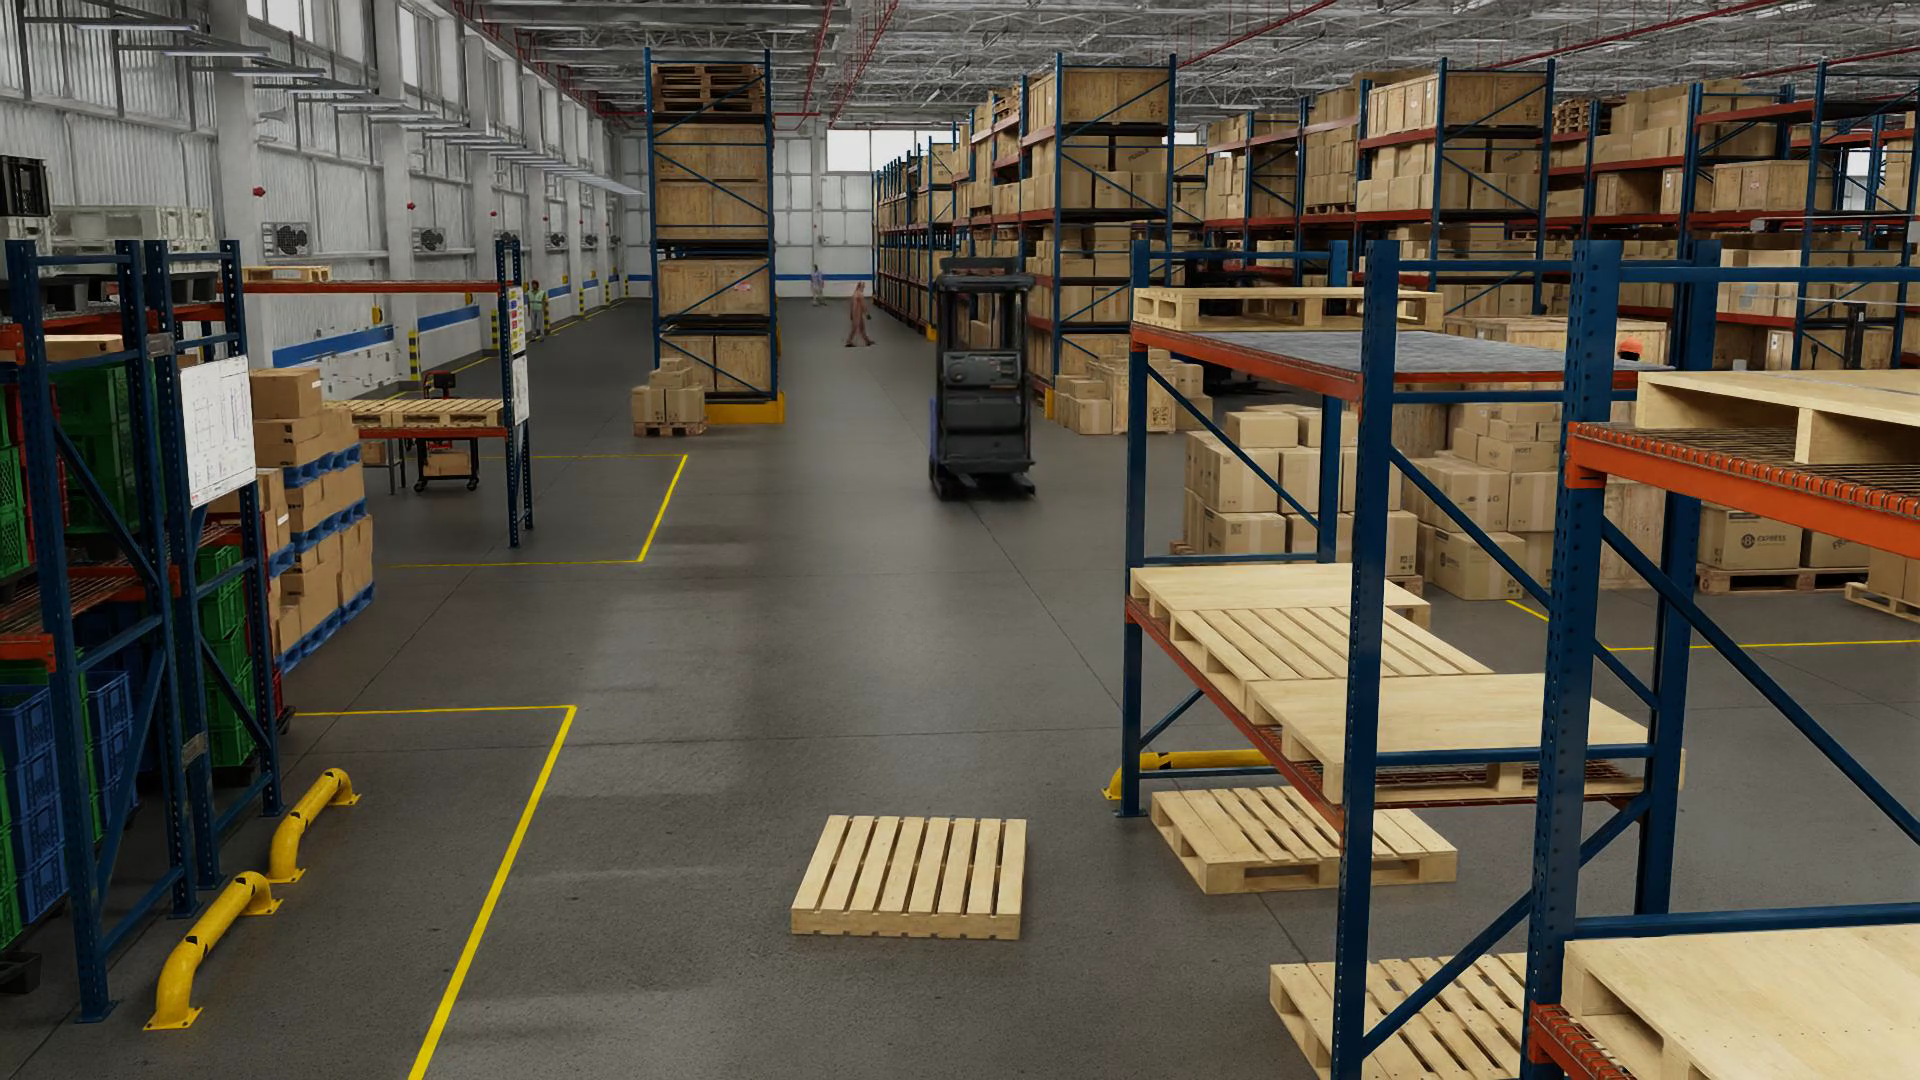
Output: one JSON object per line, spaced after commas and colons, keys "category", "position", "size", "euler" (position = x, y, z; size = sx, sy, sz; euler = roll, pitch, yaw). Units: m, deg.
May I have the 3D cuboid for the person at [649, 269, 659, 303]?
{"category": "person", "position": [-12.229, -9.995, 67.179], "size": [0.643, 1.859, 1.009], "euler": [0, 10, 0]}

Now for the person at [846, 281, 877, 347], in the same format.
{"category": "person", "position": [-2.823, -6.431, 47.409], "size": [1.010, 1.847, 0.657], "euler": [-4, 11, -19]}

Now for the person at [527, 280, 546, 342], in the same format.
{"category": "person", "position": [-12.650, -6.841, 49.720], "size": [0.566, 1.841, 0.390], "euler": [1, 10, 8]}

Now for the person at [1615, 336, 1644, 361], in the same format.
{"category": "person", "position": [7.624, -1.369, 19.121], "size": [0.351, 1.942, 0.545], "euler": [2, 10, 11]}

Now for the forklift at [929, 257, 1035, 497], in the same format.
{"category": "forklift", "position": [0.220, -2.031, 20.189], "size": [1.129, 2.768, 1.873], "euler": [-1, 10, -6]}

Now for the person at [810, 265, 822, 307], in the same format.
{"category": "person", "position": [-6.545, -11.563, 75.659], "size": [0.646, 1.920, 0.483], "euler": [7, 13, 36]}

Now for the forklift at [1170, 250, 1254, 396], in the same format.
{"category": "forklift", "position": [4.772, -4.334, 32.947], "size": [1.129, 2.768, 1.873], "euler": [-10, 14, -44]}

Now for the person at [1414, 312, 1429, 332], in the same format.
{"category": "person", "position": [6.997, -2.453, 25.031], "size": [0.704, 1.980, 0.629], "euler": [-3, 11, -16]}

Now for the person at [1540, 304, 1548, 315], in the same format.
{"category": "person", "position": [11.351, -3.727, 32.624], "size": [0.651, 1.778, 1.035], "euler": [-1, 10, -4]}

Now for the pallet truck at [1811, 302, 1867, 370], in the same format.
{"category": "pallet truck", "position": [15.846, -3.142, 28.793], "size": [1.885, 1.965, 0.823], "euler": [2, 10, 12]}
